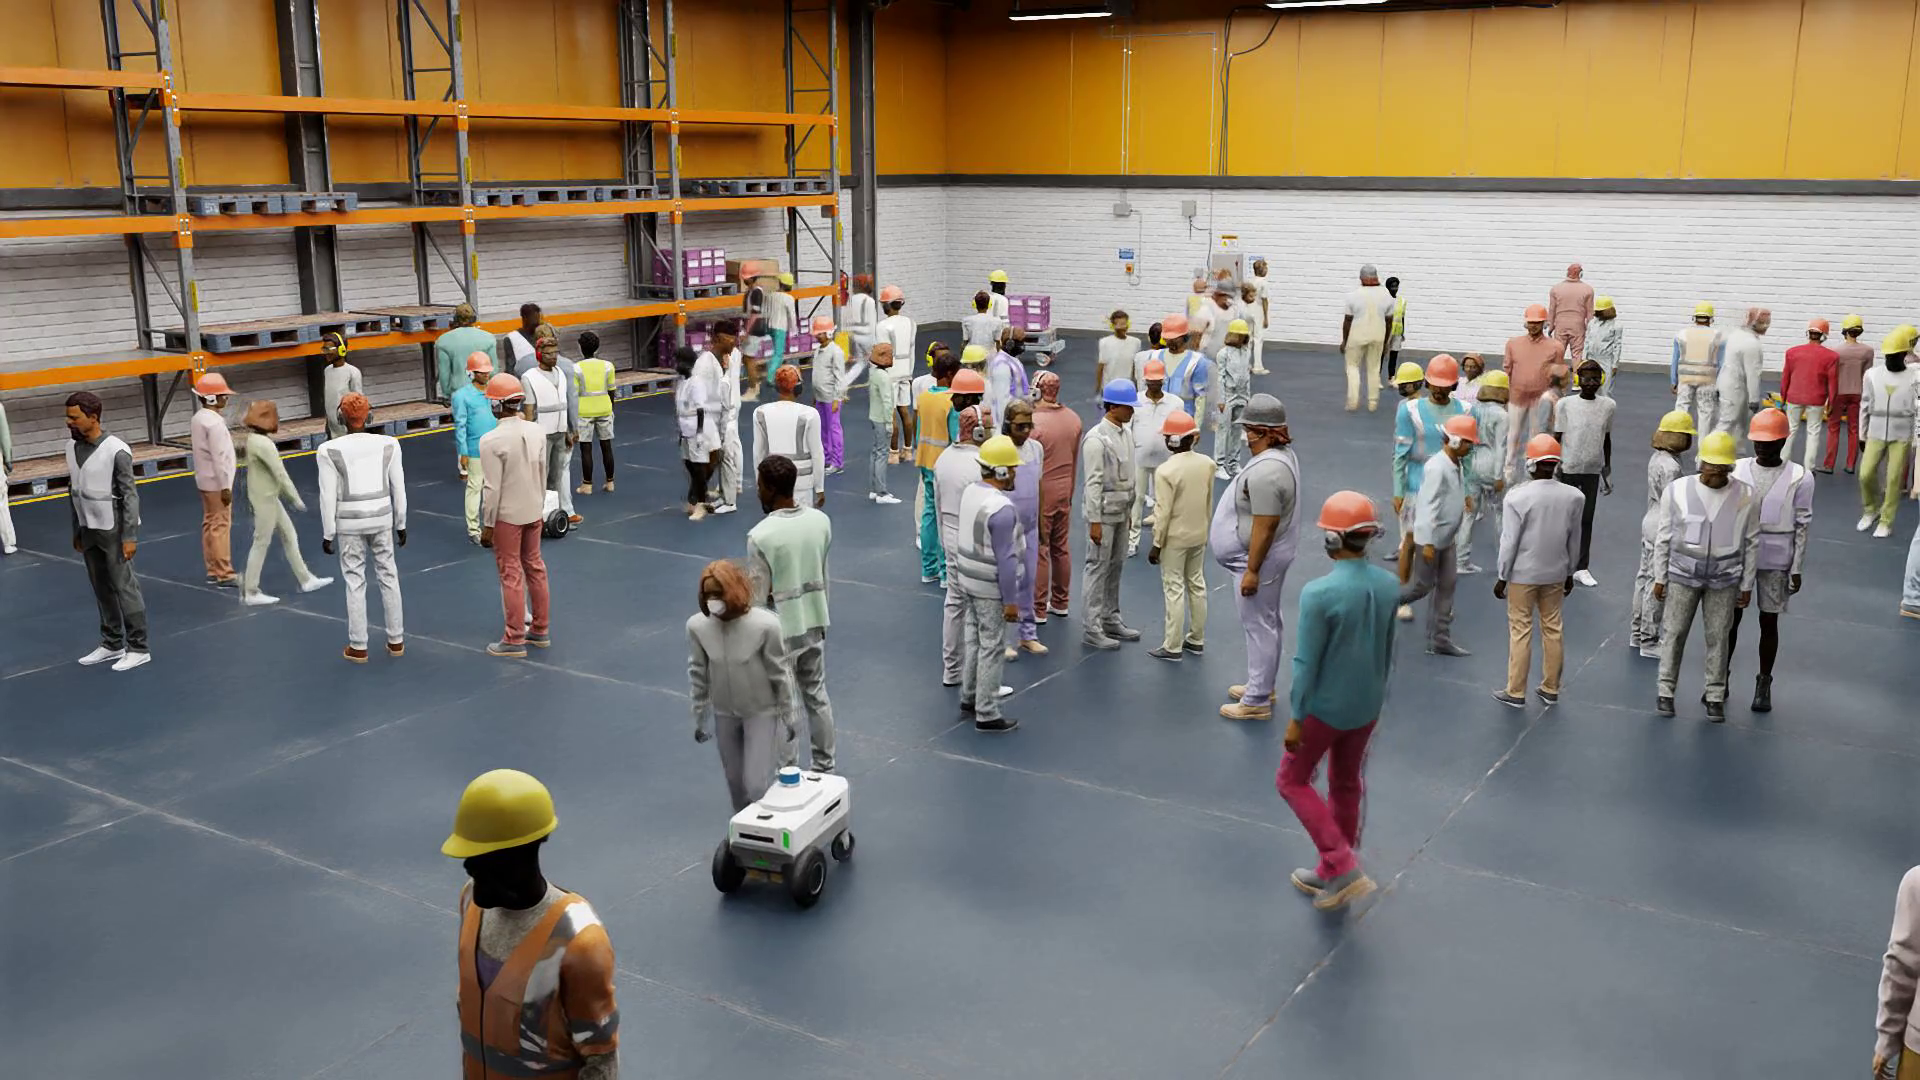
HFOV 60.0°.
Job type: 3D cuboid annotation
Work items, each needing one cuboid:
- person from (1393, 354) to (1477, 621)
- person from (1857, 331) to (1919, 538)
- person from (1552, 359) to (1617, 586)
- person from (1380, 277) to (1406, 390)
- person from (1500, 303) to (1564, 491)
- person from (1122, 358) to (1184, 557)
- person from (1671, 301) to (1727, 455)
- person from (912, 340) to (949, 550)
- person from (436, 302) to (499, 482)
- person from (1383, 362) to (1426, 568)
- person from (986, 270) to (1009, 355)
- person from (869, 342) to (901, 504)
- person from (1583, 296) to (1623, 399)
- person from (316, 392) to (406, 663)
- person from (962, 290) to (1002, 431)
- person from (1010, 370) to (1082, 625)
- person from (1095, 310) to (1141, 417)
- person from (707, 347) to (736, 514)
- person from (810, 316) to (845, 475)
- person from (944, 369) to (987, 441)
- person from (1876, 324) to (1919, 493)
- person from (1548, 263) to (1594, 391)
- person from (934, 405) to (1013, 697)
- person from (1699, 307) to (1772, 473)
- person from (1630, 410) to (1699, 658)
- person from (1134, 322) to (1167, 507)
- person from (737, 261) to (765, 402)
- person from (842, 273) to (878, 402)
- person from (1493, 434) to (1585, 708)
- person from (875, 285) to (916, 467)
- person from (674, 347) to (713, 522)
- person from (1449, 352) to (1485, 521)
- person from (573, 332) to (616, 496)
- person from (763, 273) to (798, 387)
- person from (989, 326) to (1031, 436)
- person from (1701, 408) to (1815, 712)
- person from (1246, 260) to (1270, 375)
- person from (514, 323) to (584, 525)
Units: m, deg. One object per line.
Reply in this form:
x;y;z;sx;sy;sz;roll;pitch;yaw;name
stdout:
3.563;-0.384;12.484;0.613;2.033;0.398;-1;13;-4;person
8.520;-0.958;15.248;0.593;1.907;0.429;12;18;42;person
5.059;-0.544;13.543;0.532;1.869;0.311;0;13;-1;person
6.485;-3.117;25.081;0.541;1.696;0.315;-4;14;-18;person
5.872;-1.441;17.154;0.608;1.996;0.382;6;14;25;person
1.677;-0.717;14.544;0.562;1.752;0.324;-1;13;-2;person
8.586;-1.860;19.366;0.590;1.823;0.404;9;16;33;person
-0.200;-0.834;14.822;0.519;1.862;0.326;-9;16;-35;person
-5.275;-1.586;17.910;0.628;1.940;0.373;-4;14;-16;person
3.841;-0.644;14.231;0.342;1.757;0.534;-3;13;-14;person
0.493;-2.791;23.168;0.384;1.924;0.589;-10;16;-36;person
-0.779;-1.188;16.851;0.271;1.632;0.508;-4;14;-17;person
8.152;-2.240;21.194;0.317;1.734;0.483;-11;17;-39;person
-4.127;-0.087;11.526;0.584;1.882;0.345;-9;16;-35;person
0.273;-2.132;20.465;0.499;1.861;0.333;0;13;1;person
0.620;-0.319;12.487;0.407;1.908;0.641;11;17;40;person
1.766;-1.673;18.593;0.547;1.810;0.956;-2;13;-8;person
-2.355;-1.081;16.373;0.310;1.642;0.514;-3;13;-14;person
-1.486;-1.604;18.396;0.333;1.749;0.563;-8;15;-32;person
0.071;-0.304;12.347;0.368;1.939;0.542;-1;13;-4;person
9.784;-1.361;17.328;0.341;1.760;0.525;11;17;39;person
9.143;-3.182;24.904;0.651;1.906;0.403;7;15;28;person
0.100;0.068;10.805;0.406;1.906;0.654;-8;15;-30;person
8.580;-1.620;18.240;0.751;1.856;0.647;3;13;11;person
4.940;-0.044;11.653;0.293;1.742;0.487;2;13;8;person
1.940;-1.253;16.654;0.337;1.857;0.524;-12;17;-41;person
-3.031;-2.966;23.726;0.491;2.014;0.644;-5;14;-21;person
-1.363;-2.852;23.589;0.781;1.863;0.602;-8;15;-31;person
3.661;0.193;10.598;0.572;1.748;0.342;-3;13;-13;person
-0.766;-1.856;18.853;0.384;2.041;0.615;10;16;37;person
-2.554;-1.026;16.086;0.356;1.664;0.611;-7;15;-26;person
4.895;-0.991;16.011;0.313;1.632;0.523;-12;18;-43;person
-3.805;-1.303;17.213;0.535;1.697;0.318;-10;16;-36;person
-2.737;-3.197;25.363;0.540;1.723;0.704;12;18;42;person
0.492;-1.192;16.436;0.429;1.836;0.626;2;13;10;person
5.024;0.127;10.485;0.551;1.934;0.373;9;16;33;person
4.772;-3.579;26.765;0.344;1.842;0.506;-8;15;-31;person
-3.878;-1.082;15.724;0.631;1.939;0.369;4;13;15;person
